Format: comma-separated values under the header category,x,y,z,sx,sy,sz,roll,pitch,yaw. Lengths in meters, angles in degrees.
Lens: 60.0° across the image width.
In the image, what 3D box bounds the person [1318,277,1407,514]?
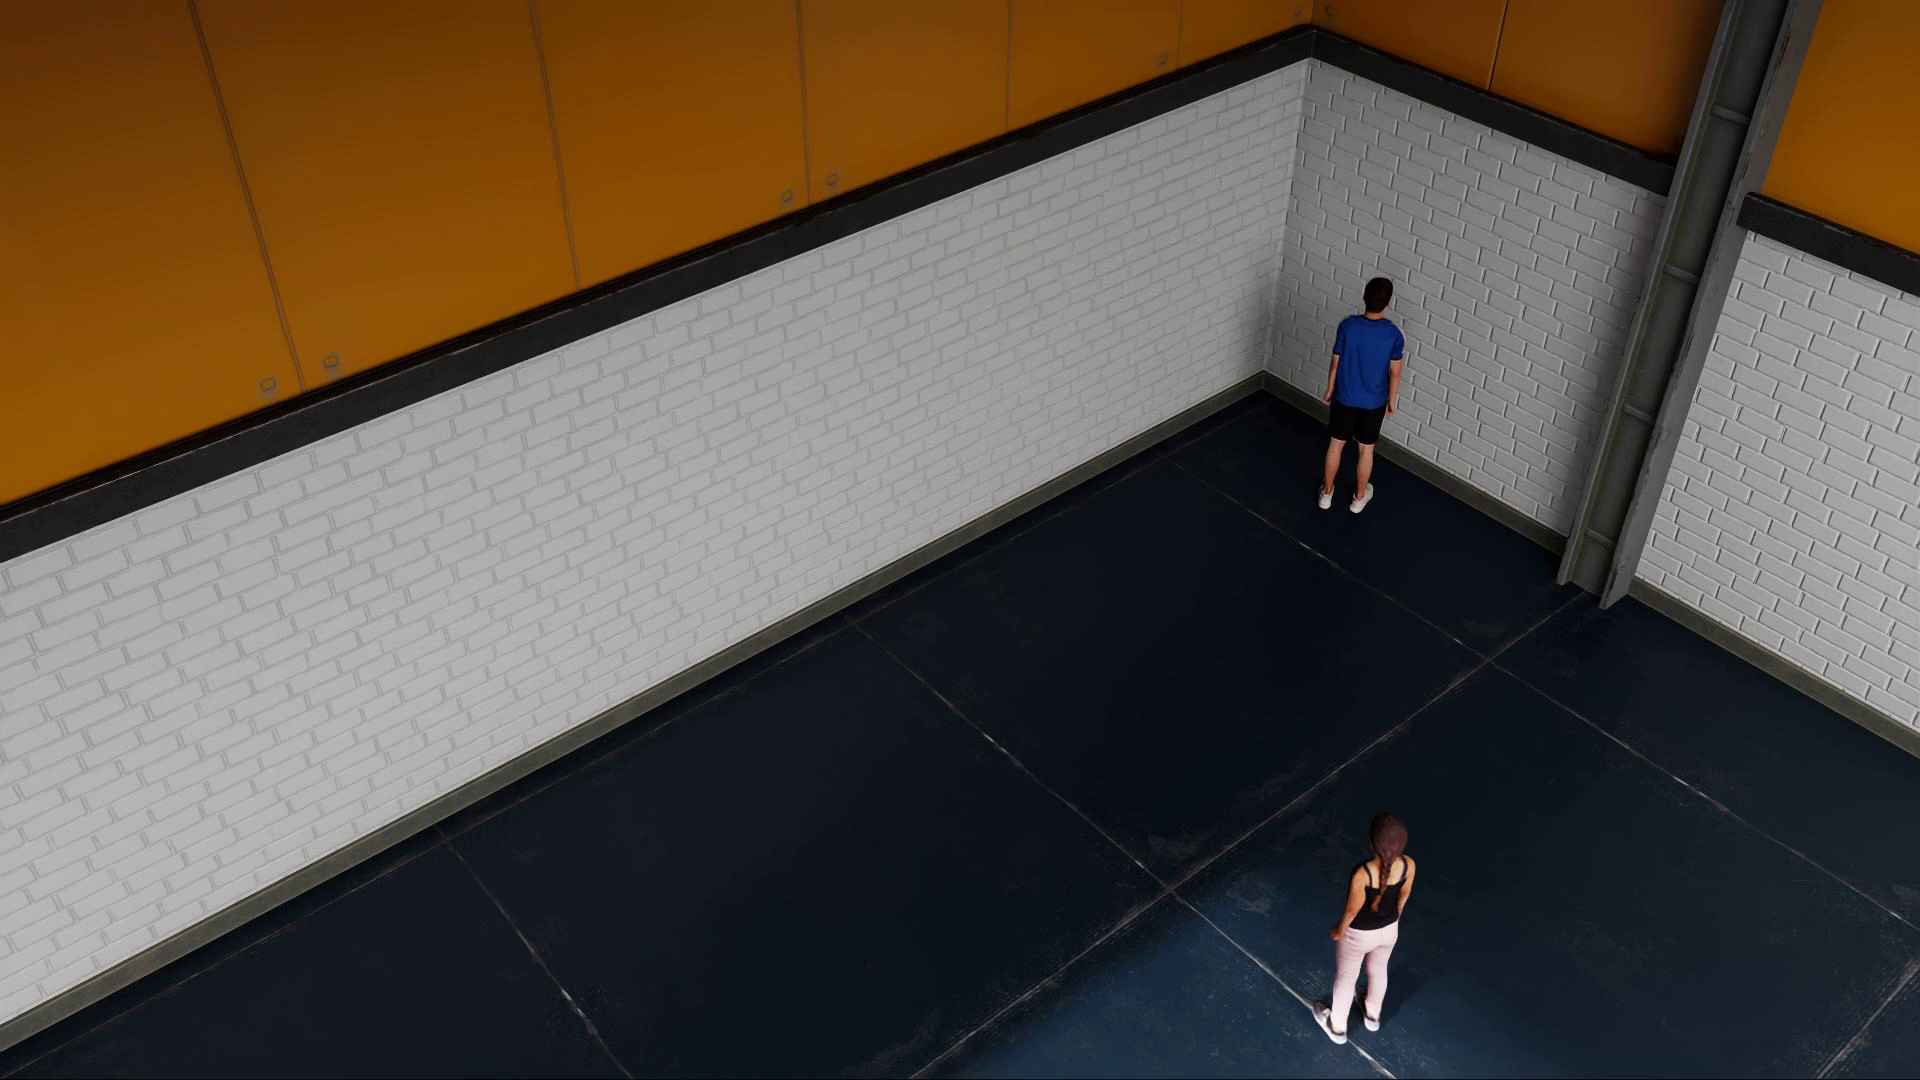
category,x,y,z,sx,sy,sz,roll,pitch,yaw
person,2.832,-1.032,11.797,0.713,1.866,0.817,10,40,12

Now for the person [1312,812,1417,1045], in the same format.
category,x,y,z,sx,sy,sz,roll,pitch,yaw
person,2.046,1.941,8.317,0.605,1.564,0.610,-11,40,-13
